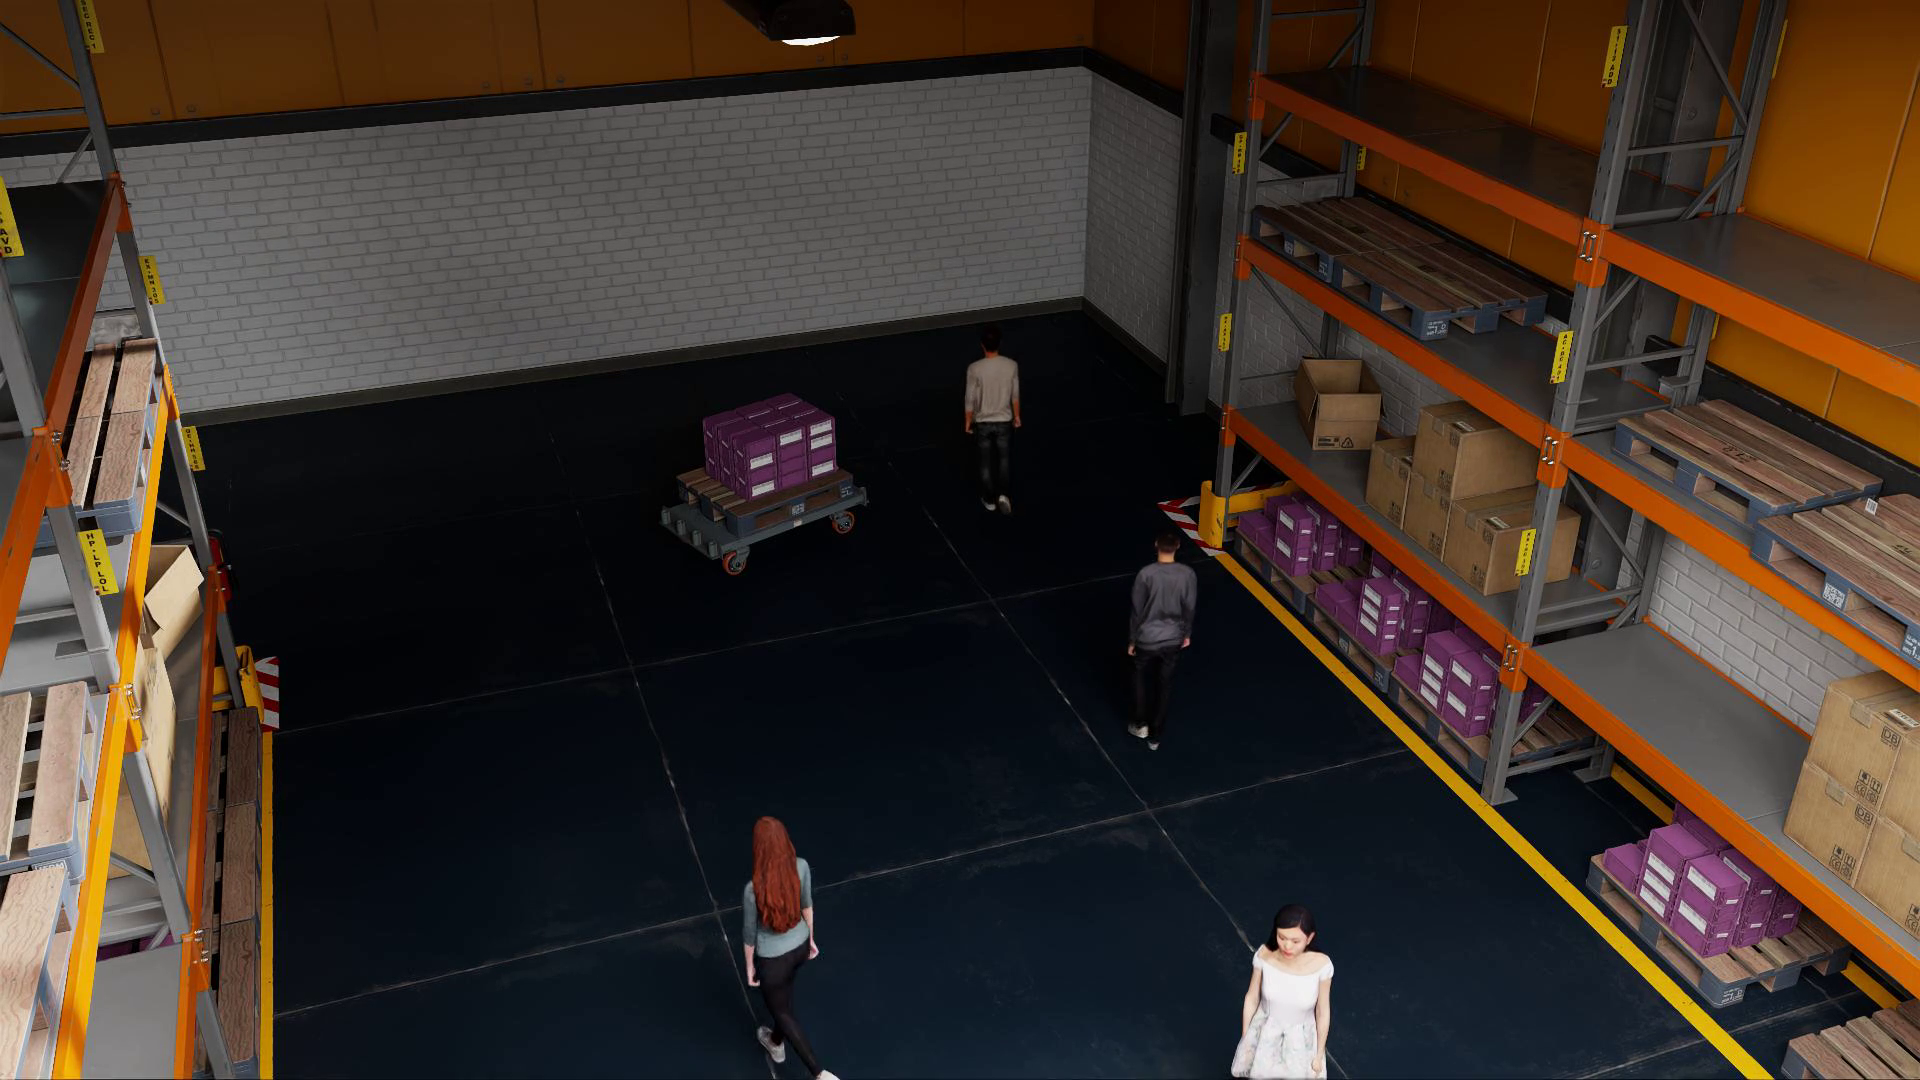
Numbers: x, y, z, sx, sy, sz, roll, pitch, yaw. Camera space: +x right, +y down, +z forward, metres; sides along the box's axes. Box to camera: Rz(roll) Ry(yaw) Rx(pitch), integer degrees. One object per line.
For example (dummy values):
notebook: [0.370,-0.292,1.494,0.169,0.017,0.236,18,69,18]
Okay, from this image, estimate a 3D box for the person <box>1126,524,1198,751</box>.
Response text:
person: [1.396,0.728,11.586,0.701,1.755,0.682,-3,29,-6]

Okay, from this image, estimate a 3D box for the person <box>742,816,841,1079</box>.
person: [-0.905,2.257,8.818,0.805,1.719,1.122,-20,35,-32]

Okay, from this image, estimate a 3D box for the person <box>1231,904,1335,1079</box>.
person: [1.607,2.519,8.285,0.773,1.771,0.819,9,30,16]

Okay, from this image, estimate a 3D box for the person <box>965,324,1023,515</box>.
person: [0.315,-1.025,14.751,0.757,1.801,0.904,-5,29,-9]
